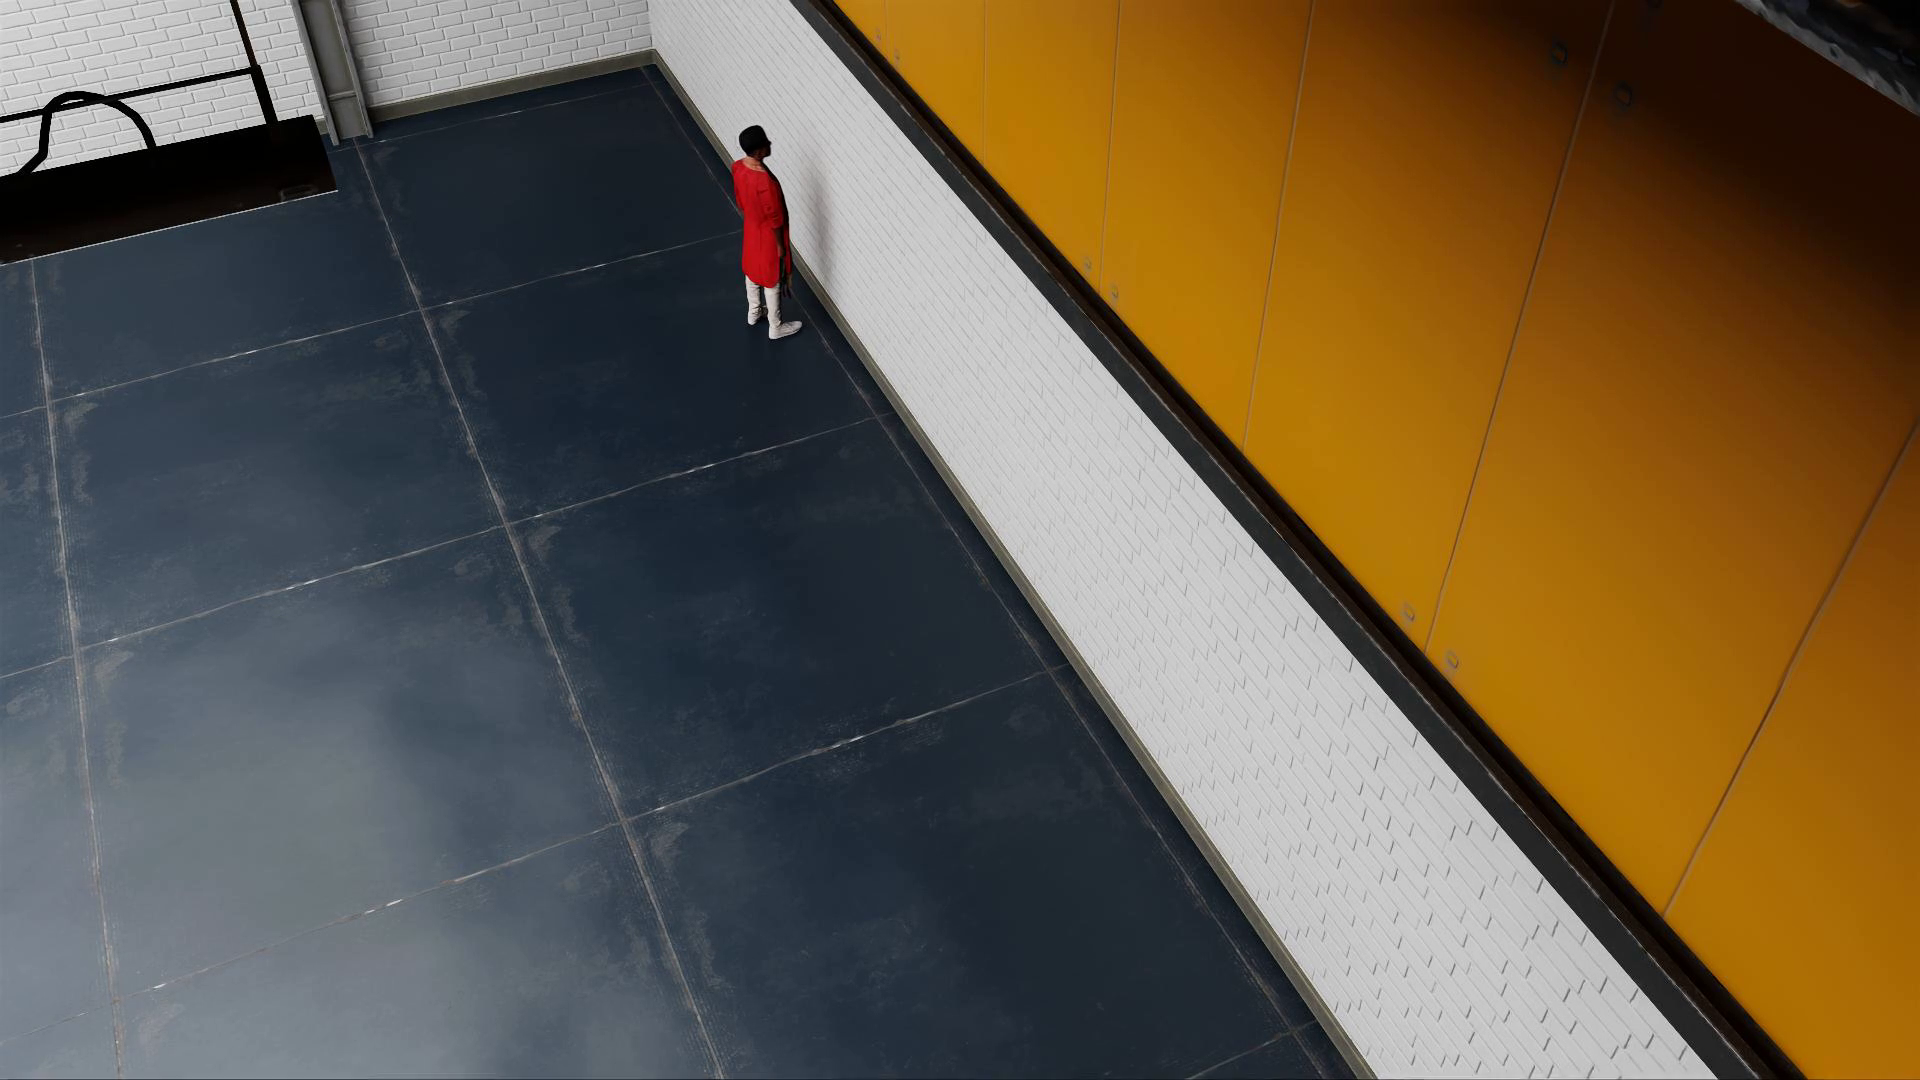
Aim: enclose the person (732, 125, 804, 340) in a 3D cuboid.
[{"bbox_3d":[-1.615,-2.509,13.526,0.692,1.883,0.746,-31,52,-28],"label":"person"}]
